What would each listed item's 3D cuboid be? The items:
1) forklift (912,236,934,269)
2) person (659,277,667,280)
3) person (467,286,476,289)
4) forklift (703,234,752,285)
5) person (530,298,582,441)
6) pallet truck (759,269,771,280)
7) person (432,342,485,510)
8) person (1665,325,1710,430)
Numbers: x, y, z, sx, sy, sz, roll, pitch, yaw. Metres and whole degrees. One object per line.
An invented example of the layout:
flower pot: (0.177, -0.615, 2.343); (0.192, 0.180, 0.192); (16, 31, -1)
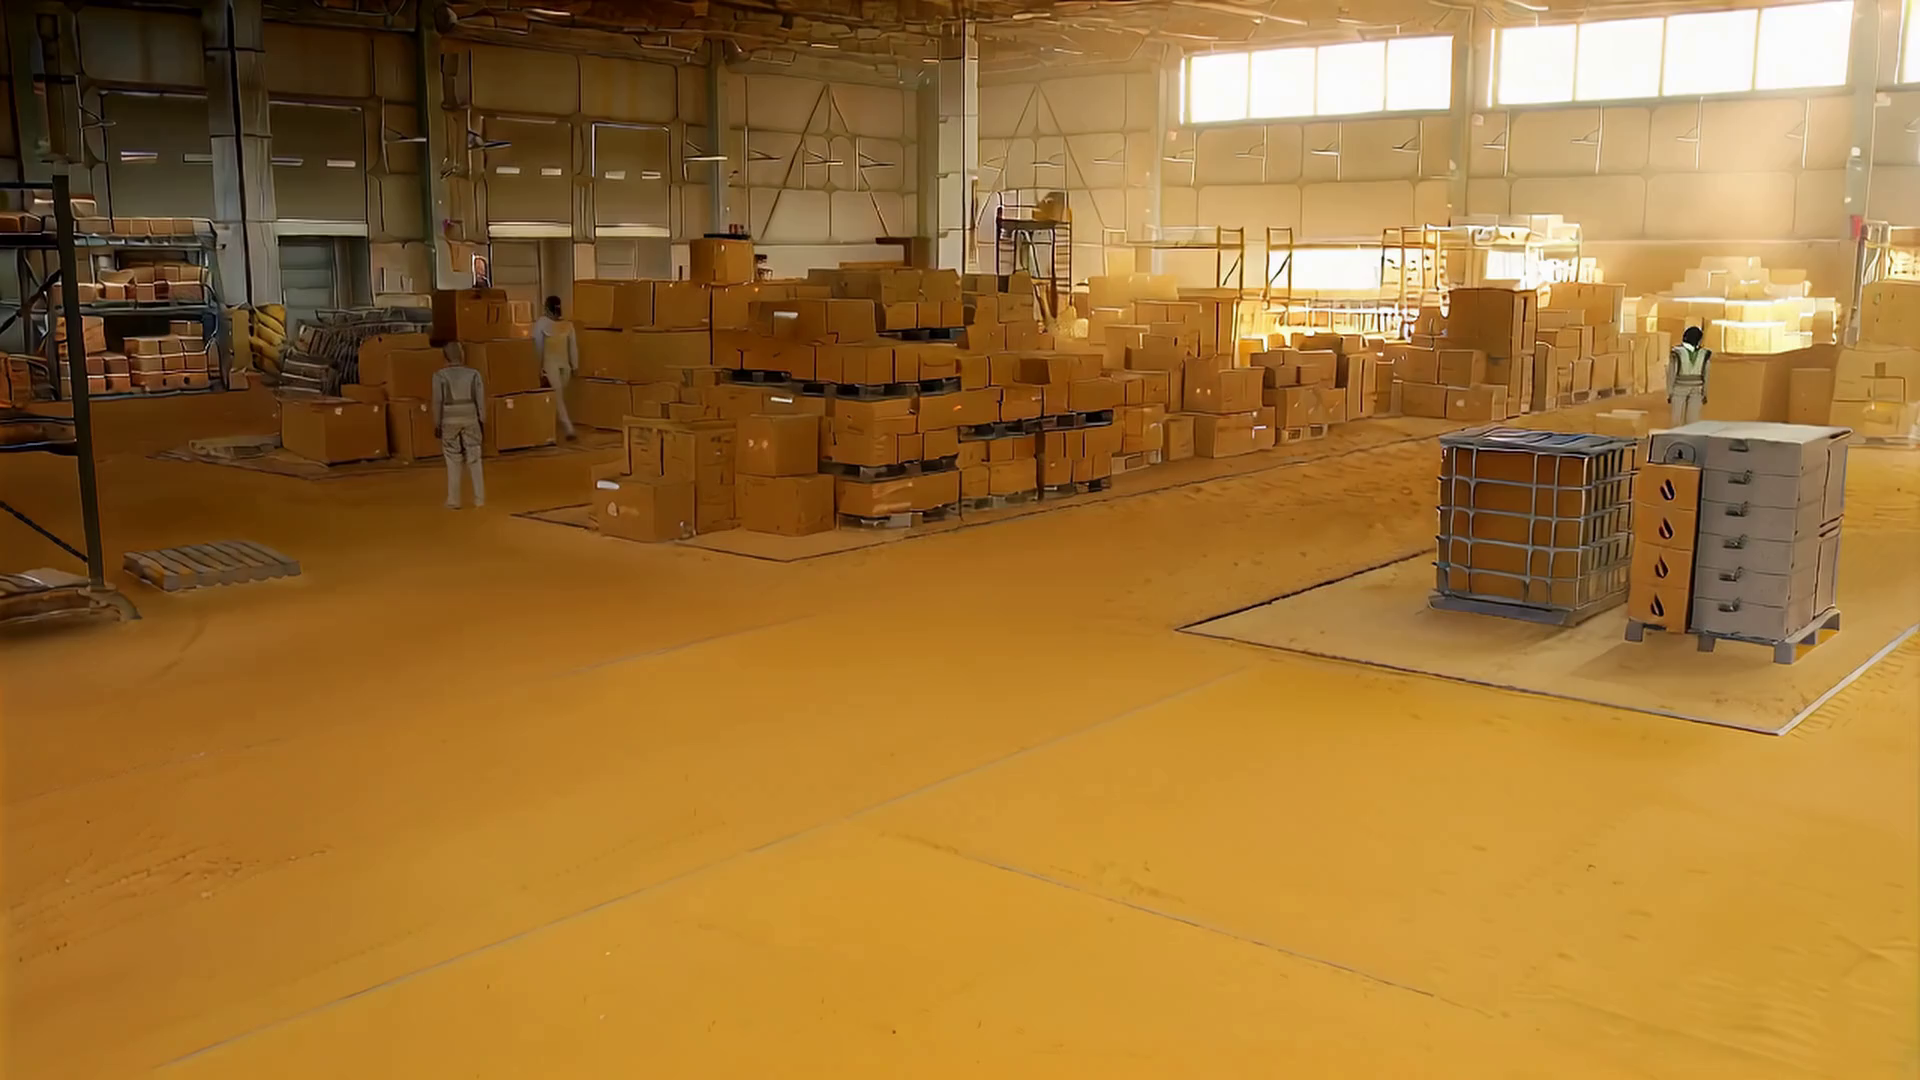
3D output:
forklift: (-0.887, -5.765, 39.218); (1.873, 2.768, 1.129); (1, 10, 6)
person: (-6.402, -4.707, 35.924); (0.636, 1.927, 0.386); (-5, 11, -26)
person: (-11.063, -4.967, 38.055); (0.426, 1.684, 0.546); (-8, 13, -39)
forklift: (-4.728, -4.855, 34.035); (1.129, 2.768, 1.873); (2, 10, 12)
person: (-5.342, -2.270, 22.142); (1.003, 1.882, 0.651); (9, 14, 43)
pallet truck: (-4.996, -6.432, 45.525); (1.885, 1.965, 0.823); (-6, 12, -32)
person: (-4.893, -1.116, 16.272); (0.513, 1.641, 0.309); (-7, 12, -35)
person: (8.653, -1.735, 19.806); (0.523, 1.638, 0.310); (0, 10, -2)
